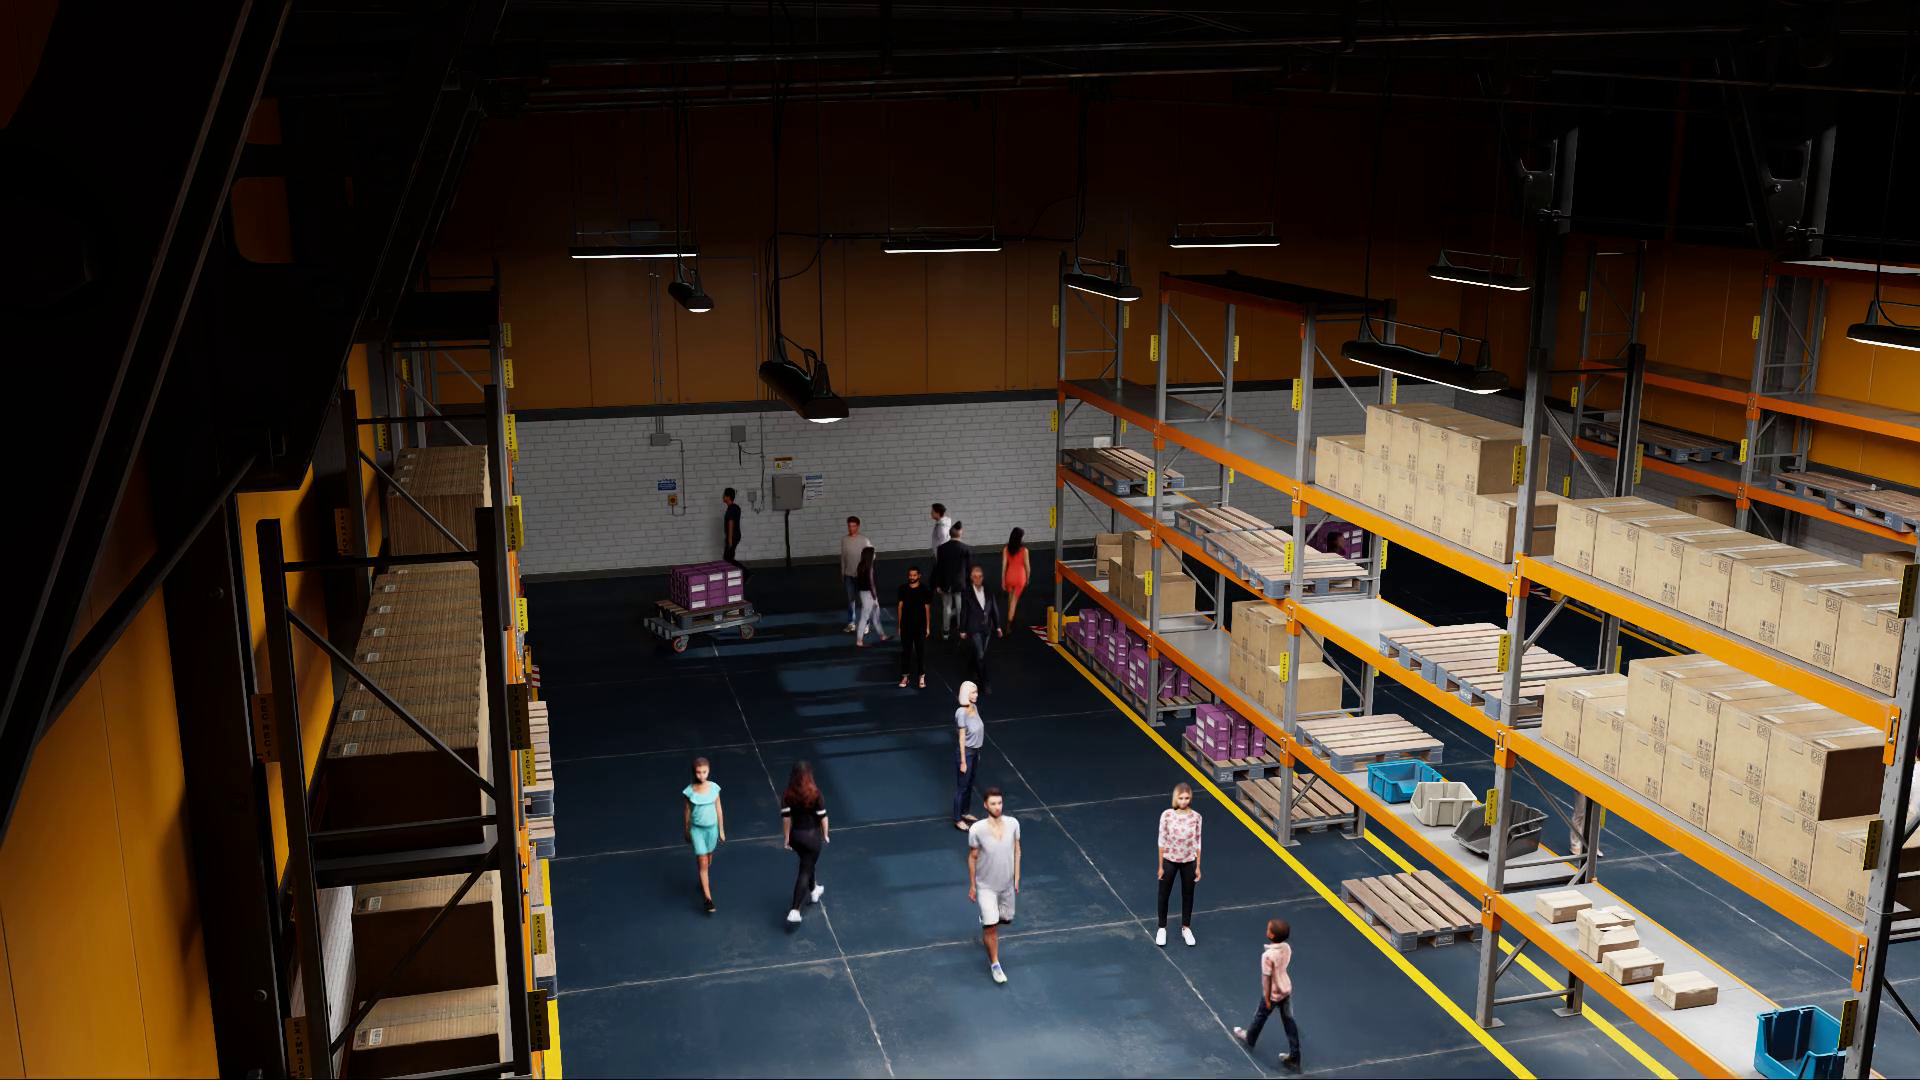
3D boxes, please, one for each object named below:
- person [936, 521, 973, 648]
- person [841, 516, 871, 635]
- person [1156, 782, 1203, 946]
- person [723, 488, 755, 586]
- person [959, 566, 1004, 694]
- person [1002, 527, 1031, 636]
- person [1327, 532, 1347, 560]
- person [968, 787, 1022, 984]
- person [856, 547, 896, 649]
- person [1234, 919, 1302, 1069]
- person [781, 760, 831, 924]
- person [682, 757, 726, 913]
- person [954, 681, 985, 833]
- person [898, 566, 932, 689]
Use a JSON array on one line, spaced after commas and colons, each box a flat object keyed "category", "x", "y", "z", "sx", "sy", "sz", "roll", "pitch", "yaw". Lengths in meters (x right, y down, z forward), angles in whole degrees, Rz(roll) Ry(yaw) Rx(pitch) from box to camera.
[{"category": "person", "x": -0.071, "y": 0.687, "z": 25.506, "sx": 0.940, "sy": 1.918, "sz": 1.217, "roll": 0, "pitch": 14, "yaw": -1}, {"category": "person", "x": -1.625, "y": 0.536, "z": 26.171, "sx": 0.738, "sy": 1.898, "sz": 0.751, "roll": 3, "pitch": 14, "yaw": 14}, {"category": "person", "x": 2.115, "y": 3.113, "z": 16.088, "sx": 0.621, "sy": 1.635, "sz": 0.590, "roll": 0, "pitch": 14, "yaw": -1}, {"category": "person", "x": -3.854, "y": -0.016, "z": 28.706, "sx": 0.855, "sy": 1.778, "sz": 0.862, "roll": 1, "pitch": 14, "yaw": 3}, {"category": "person", "x": 0.251, "y": 1.221, "z": 23.603, "sx": 0.816, "sy": 1.775, "sz": 1.241, "roll": -6, "pitch": 15, "yaw": -25}, {"category": "person", "x": 0.856, "y": 0.691, "z": 26.025, "sx": 1.035, "sy": 1.666, "sz": 1.174, "roll": 5, "pitch": 15, "yaw": 20}, {"category": "person", "x": 5.758, "y": 0.726, "z": 25.793, "sx": 1.170, "sy": 1.706, "sz": 0.967, "roll": 13, "pitch": 19, "yaw": 43}, {"category": "person", "x": 0.292, "y": 3.150, "z": 15.510, "sx": 0.744, "sy": 1.835, "sz": 1.052, "roll": -5, "pitch": 14, "yaw": -20}, {"category": "person", "x": -1.459, "y": 0.897, "z": 25.346, "sx": 0.697, "sy": 1.585, "sz": 0.820, "roll": -4, "pitch": 14, "yaw": -17}, {"category": "person", "x": 2.708, "y": 3.817, "z": 13.955, "sx": 0.700, "sy": 1.270, "sz": 0.959, "roll": -10, "pitch": 17, "yaw": -35}, {"category": "person", "x": -1.558, "y": 3.022, "z": 16.538, "sx": 0.994, "sy": 1.599, "sz": 1.200, "roll": 4, "pitch": 14, "yaw": 16}, {"category": "person", "x": -2.623, "y": 2.949, "z": 17.003, "sx": 0.601, "sy": 1.523, "sz": 1.056, "roll": -4, "pitch": 14, "yaw": -18}, {"category": "person", "x": 0.084, "y": 2.416, "z": 18.780, "sx": 0.713, "sy": 1.722, "sz": 0.638, "roll": 6, "pitch": 15, "yaw": 24}, {"category": "person", "x": -0.657, "y": 1.219, "z": 23.648, "sx": 0.703, "sy": 1.758, "sz": 0.692, "roll": 1, "pitch": 14, "yaw": 5}]
